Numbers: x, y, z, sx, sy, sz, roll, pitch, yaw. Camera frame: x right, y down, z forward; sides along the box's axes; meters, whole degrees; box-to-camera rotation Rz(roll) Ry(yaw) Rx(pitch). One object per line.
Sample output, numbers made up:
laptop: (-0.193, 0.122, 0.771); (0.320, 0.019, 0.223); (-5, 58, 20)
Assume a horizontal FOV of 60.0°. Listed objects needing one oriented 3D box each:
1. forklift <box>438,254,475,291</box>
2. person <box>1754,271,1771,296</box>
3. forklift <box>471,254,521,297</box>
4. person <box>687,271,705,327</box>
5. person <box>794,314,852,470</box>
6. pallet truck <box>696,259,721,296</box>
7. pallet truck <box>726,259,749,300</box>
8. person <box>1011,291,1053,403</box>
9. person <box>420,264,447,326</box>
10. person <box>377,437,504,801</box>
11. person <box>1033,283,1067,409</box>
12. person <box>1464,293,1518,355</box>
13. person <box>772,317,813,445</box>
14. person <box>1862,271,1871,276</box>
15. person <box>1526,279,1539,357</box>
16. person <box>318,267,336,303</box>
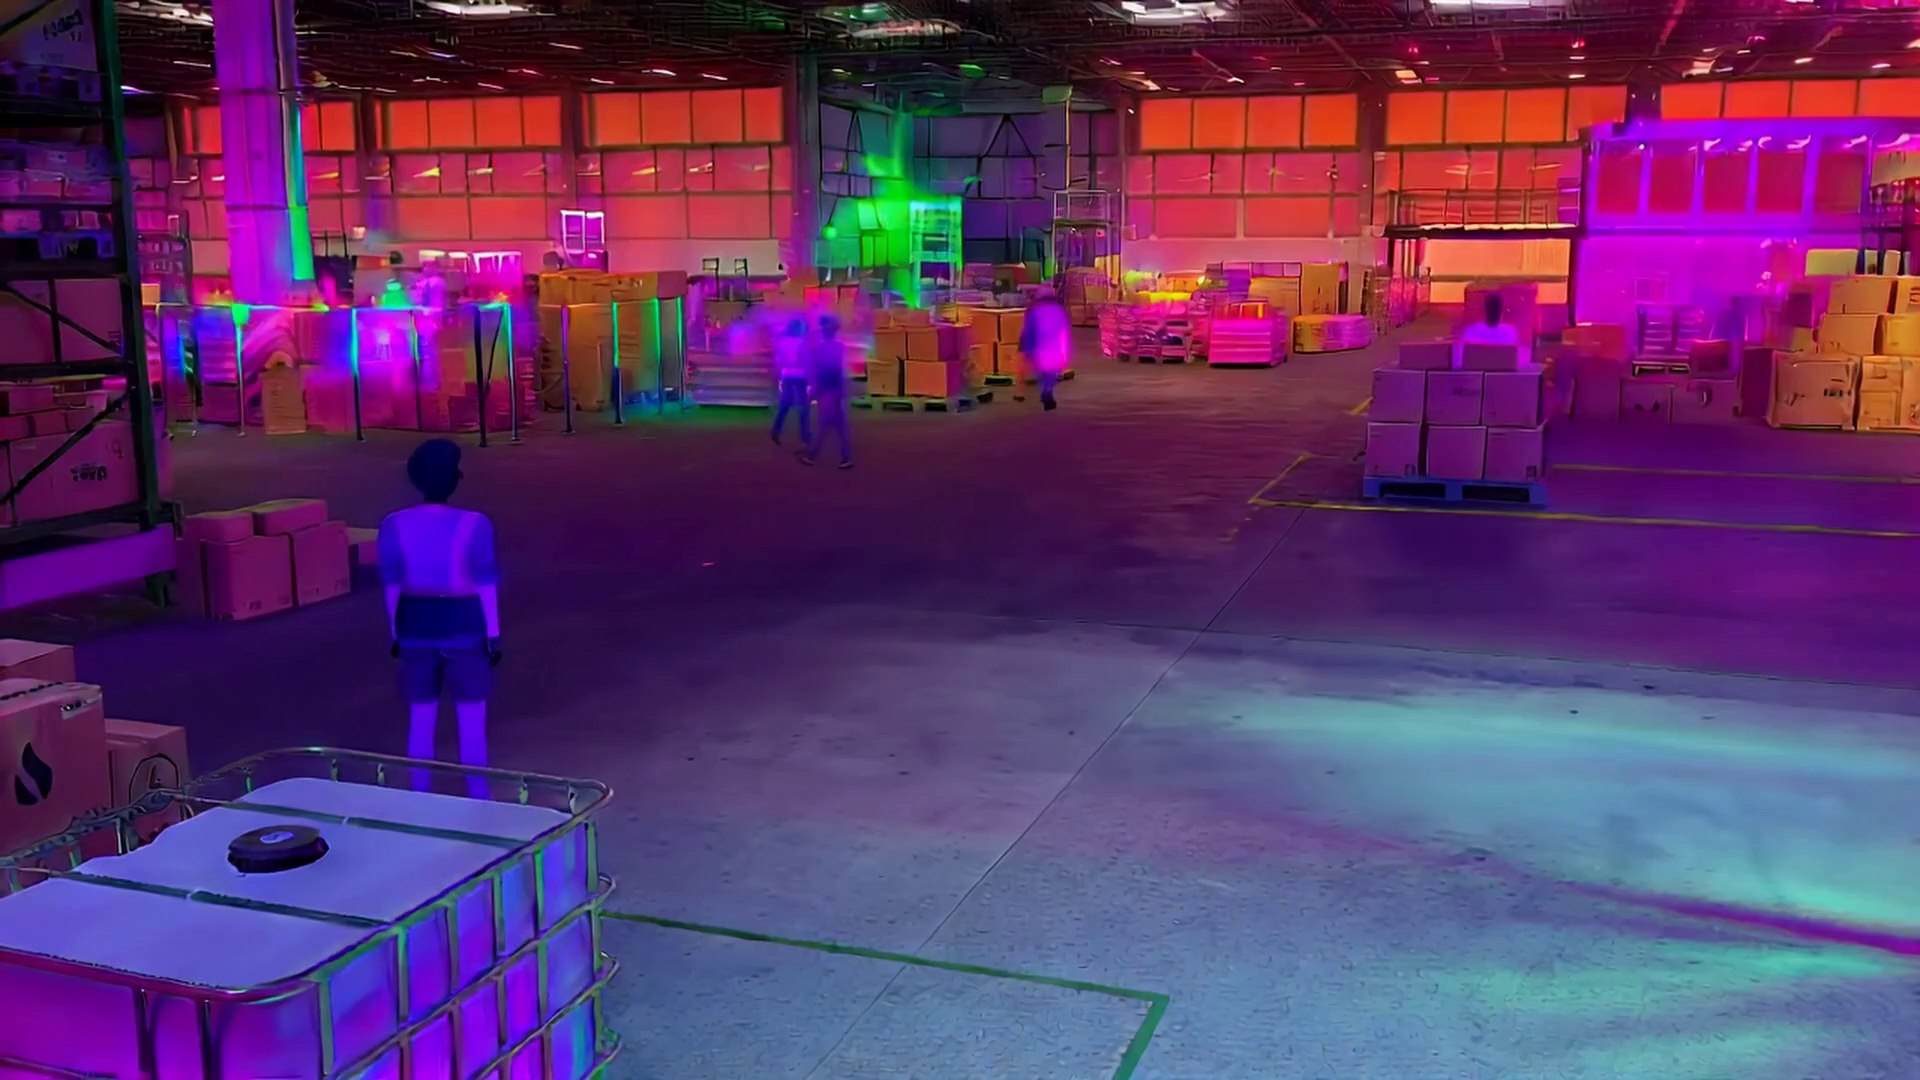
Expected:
forklift: (-20.133, -10.254, 65.465); (1.157, 1.987, 2.680); (3, 11, 19)
person: (20.577, -5.982, 42.722); (0.533, 1.827, 0.454); (-5, 11, -25)
forklift: (-17.990, -10.121, 64.684); (1.157, 1.987, 2.680); (3, 11, 17)
person: (-6.130, -5.165, 37.937); (0.978, 1.887, 0.573); (2, 10, 11)
person: (-1.508, -1.667, 18.680); (0.555, 1.723, 0.866); (-10, 14, -43)
pallet truck: (-9.165, -9.627, 62.776); (0.823, 1.965, 1.885); (4, 11, 23)
pallet truck: (-7.986, -9.493, 62.019); (0.823, 1.965, 1.885); (3, 11, 17)
person: (1.114, -3.045, 26.390); (0.845, 1.765, 0.606); (10, 14, 44)
person: (-13.767, -6.168, 43.298); (0.604, 1.989, 0.999); (2, 10, 11)
person: (-2.193, 0.414, 7.071); (0.532, 1.697, 0.322); (2, 10, 10)
person: (1.366, -2.931, 25.266); (0.574, 1.924, 0.454); (6, 12, 31)
person: (6.094, -1.853, 19.121); (0.608, 1.947, 0.510); (0, 10, 0)
person: (-2.077, -1.959, 20.683); (0.515, 1.616, 0.670); (5, 11, 25)
person: (21.614, -5.506, 39.920); (0.605, 1.880, 0.976); (-7, 12, -36)
person: (10.672, -3.946, 31.136); (0.328, 1.873, 0.512); (-3, 11, -17)
person: (-17.627, -6.649, 46.304); (0.398, 1.897, 0.640); (3, 10, 15)
